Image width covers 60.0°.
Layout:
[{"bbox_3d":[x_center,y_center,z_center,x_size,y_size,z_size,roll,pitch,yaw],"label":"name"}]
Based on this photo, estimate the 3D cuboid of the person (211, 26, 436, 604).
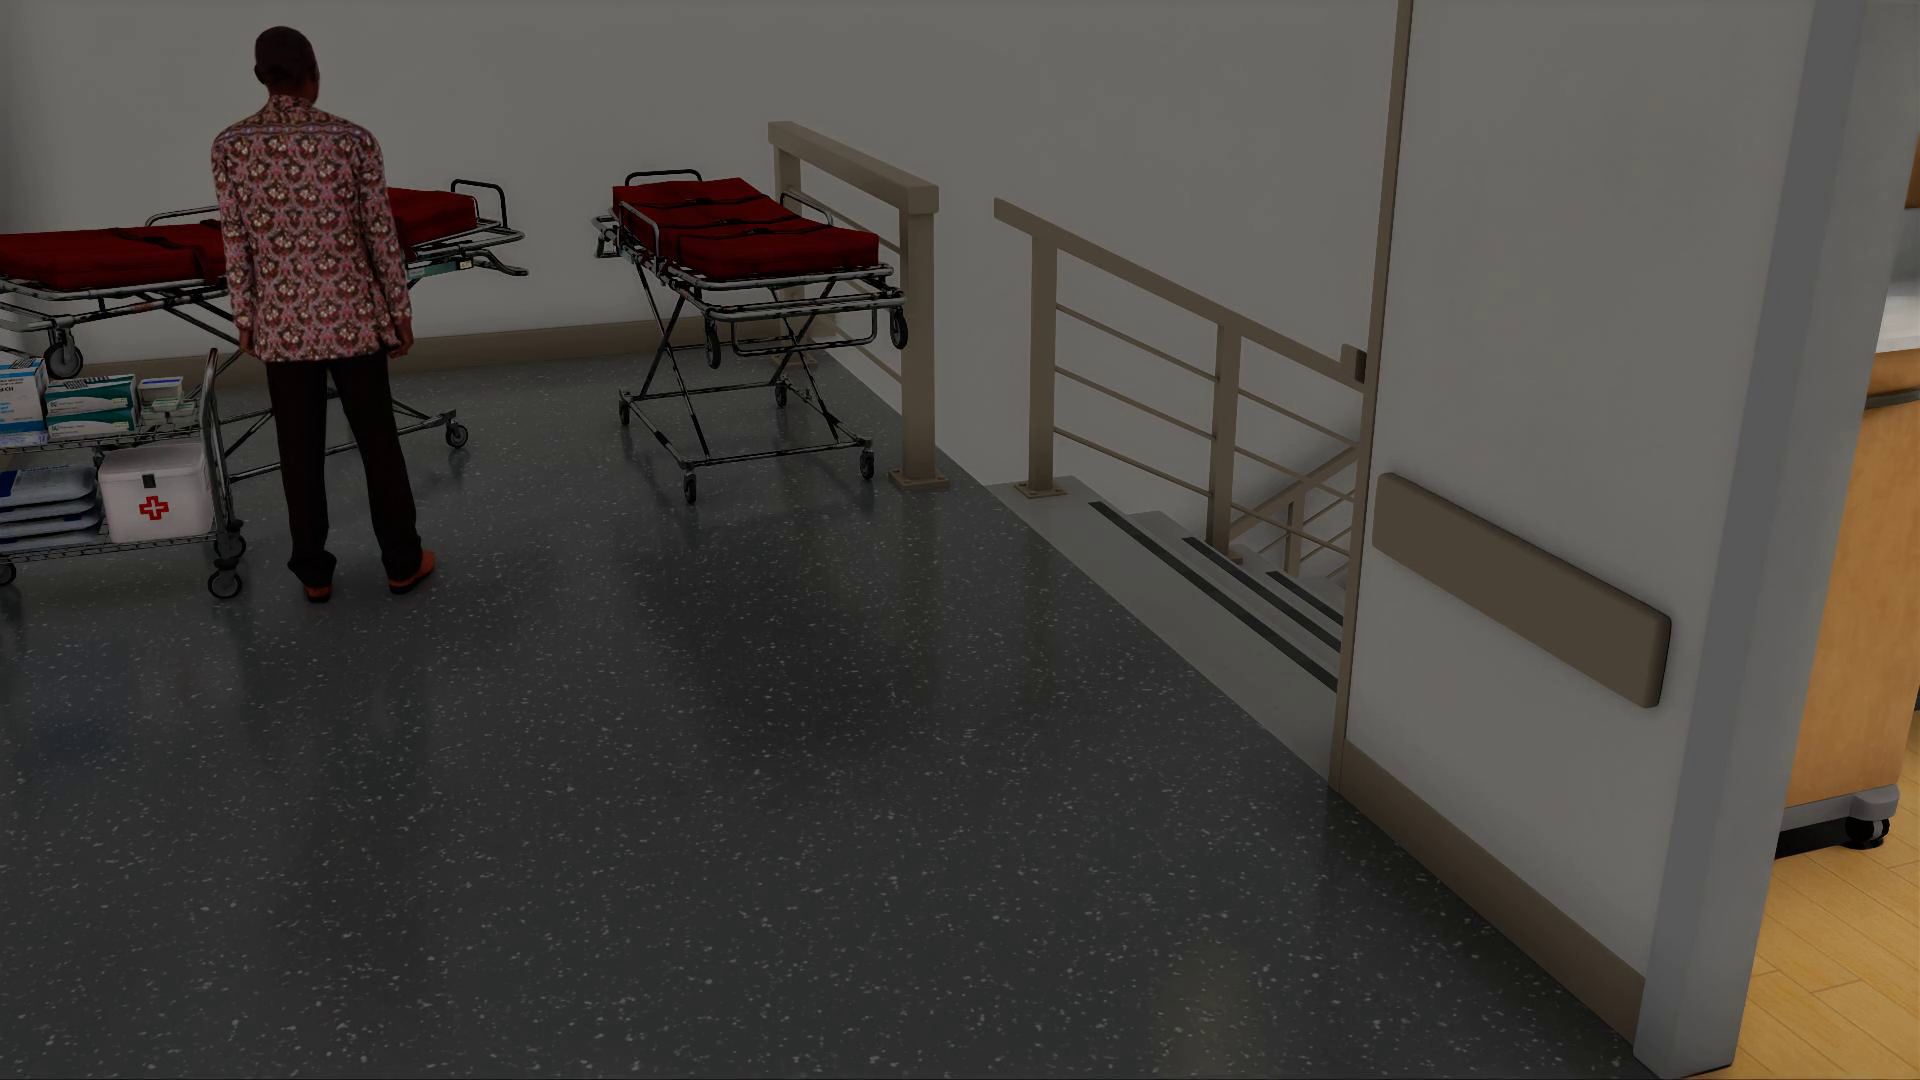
[{"bbox_3d":[-2.034,-0.693,5.295,0.726,1.807,0.634,-4,21,-10],"label":"person"}]
